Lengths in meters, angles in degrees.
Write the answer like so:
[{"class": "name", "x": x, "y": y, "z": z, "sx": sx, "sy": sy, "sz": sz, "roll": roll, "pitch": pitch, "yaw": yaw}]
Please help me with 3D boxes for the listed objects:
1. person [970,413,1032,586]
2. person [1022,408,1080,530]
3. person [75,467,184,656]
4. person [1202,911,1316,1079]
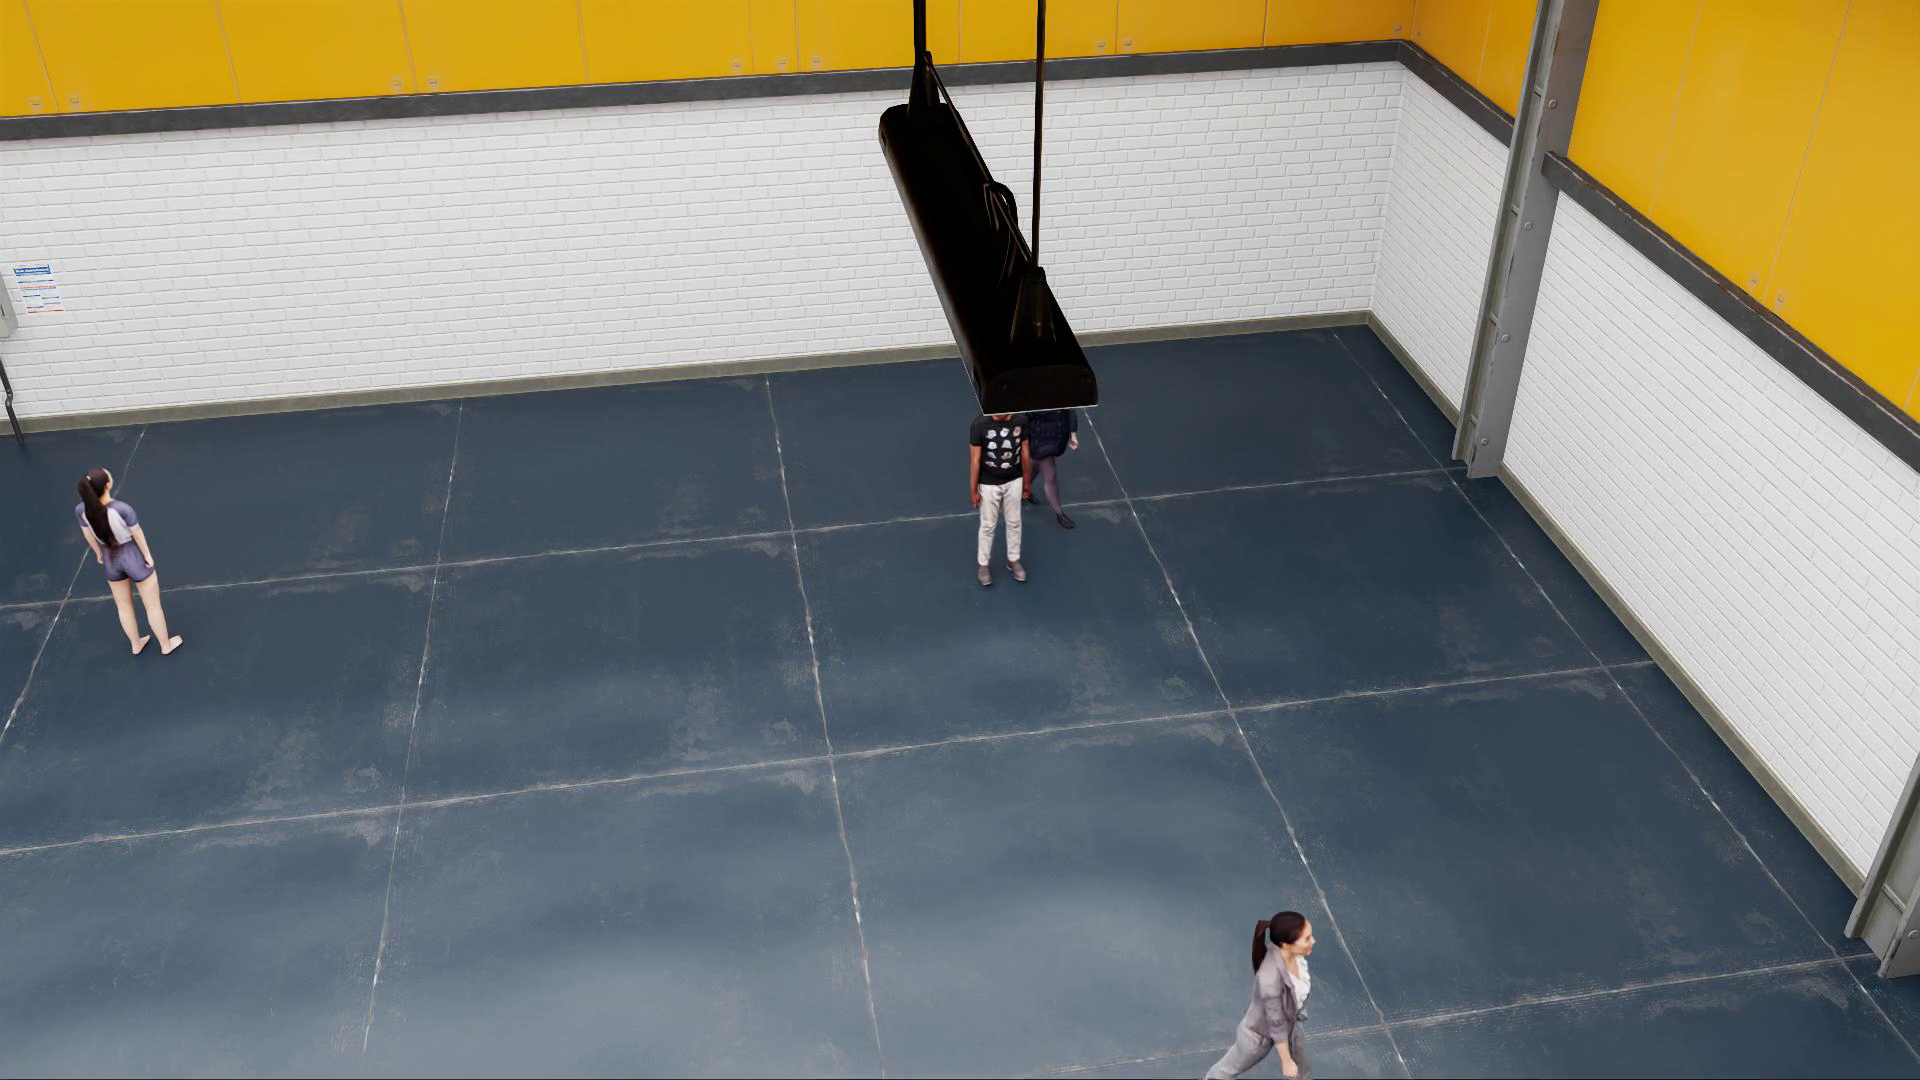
[{"class": "person", "x": 0.324, "y": -0.476, "z": 13.419, "sx": 0.676, "sy": 1.802, "sz": 0.620, "roll": -8, "pitch": 35, "yaw": -12}, {"class": "person", "x": 0.699, "y": -0.934, "z": 14.269, "sx": 0.926, "sy": 1.623, "sz": 1.167, "roll": -19, "pitch": 38, "yaw": -26}, {"class": "person", "x": -6.316, "y": 0.170, "z": 12.583, "sx": 0.630, "sy": 1.651, "sz": 0.579, "roll": 1, "pitch": 34, "yaw": 1}, {"class": "person", "x": 1.577, "y": 2.618, "z": 8.928, "sx": 1.109, "sy": 1.620, "sz": 1.107, "roll": 17, "pitch": 37, "yaw": 24}]
